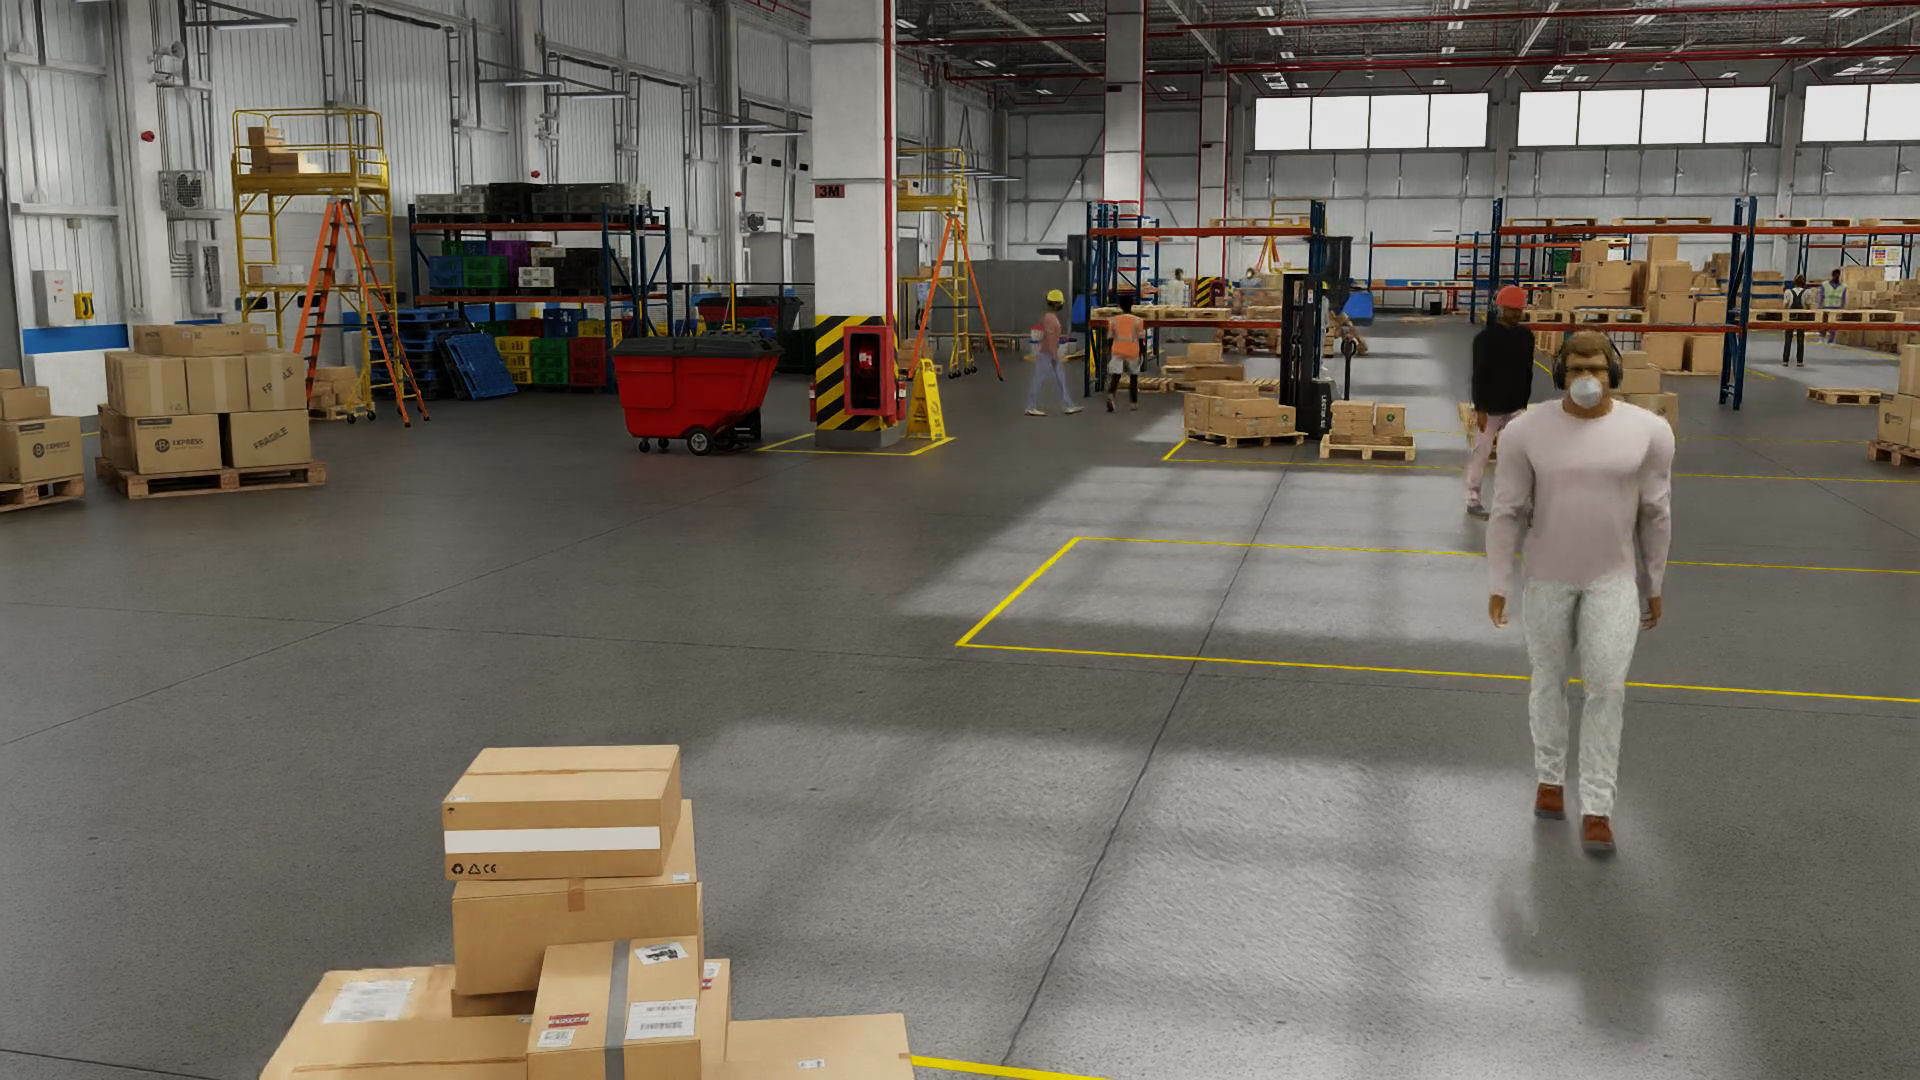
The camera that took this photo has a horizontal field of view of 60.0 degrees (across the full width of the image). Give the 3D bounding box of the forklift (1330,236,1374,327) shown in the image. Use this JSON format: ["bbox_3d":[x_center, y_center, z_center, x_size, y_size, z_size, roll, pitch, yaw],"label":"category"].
[{"bbox_3d":[11.773,-7.994,51.471,1.873,2.768,1.129,-2,10,-12],"label":"forklift"}]

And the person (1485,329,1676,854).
[{"bbox_3d":[2.289,0.183,6.191,0.653,1.901,0.868,3,10,19],"label":"person"}]

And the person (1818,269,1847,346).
[{"bbox_3d":[21.454,-5.710,40.899,0.619,1.900,0.447,3,10,16],"label":"person"}]

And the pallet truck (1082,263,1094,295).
[{"bbox_3d":[4.325,-8.180,55.162,0.823,1.965,1.885,6,11,31],"label":"pallet truck"}]

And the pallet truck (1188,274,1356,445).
[{"bbox_3d":[3.653,-2.138,19.590,1.885,1.965,0.823,-4,10,-20],"label":"pallet truck"}]

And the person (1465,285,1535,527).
[{"bbox_3d":[4.436,-1.073,13.463,0.657,1.938,1.017,-3,10,-17],"label":"person"}]

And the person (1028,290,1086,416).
[{"bbox_3d":[1.332,-2.556,22.803,0.879,1.724,0.542,2,10,12],"label":"person"}]

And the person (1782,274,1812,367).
[{"bbox_3d":[16.729,-4.387,33.275,0.513,1.845,0.335,5,11,27],"label":"person"}]

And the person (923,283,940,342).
[{"bbox_3d":[-0.746,-5.896,42.817,0.546,1.608,0.757,8,12,38],"label":"person"}]

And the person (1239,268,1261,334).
[{"bbox_3d":[8.095,-6.683,46.685,0.640,1.884,1.029,7,12,34],"label":"person"}]

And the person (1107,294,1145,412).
[{"bbox_3d":[2.323,-2.630,23.446,0.540,1.678,0.735,3,10,16],"label":"person"}]

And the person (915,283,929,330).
[{"bbox_3d":[-1.124,-7.324,50.341,0.392,1.927,0.545,7,12,34],"label":"person"}]

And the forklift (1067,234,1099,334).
[{"bbox_3d":[3.295,-7.323,47.520,1.873,2.768,1.129,2,10,14],"label":"forklift"}]

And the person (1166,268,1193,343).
[{"bbox_3d":[5.566,-5.910,42.070,0.638,1.908,0.839,-9,13,-43],"label":"person"}]

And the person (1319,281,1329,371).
[{"bbox_3d":[6.903,-4.108,31.966,0.486,1.737,0.320,-5,11,-28],"label":"person"}]
